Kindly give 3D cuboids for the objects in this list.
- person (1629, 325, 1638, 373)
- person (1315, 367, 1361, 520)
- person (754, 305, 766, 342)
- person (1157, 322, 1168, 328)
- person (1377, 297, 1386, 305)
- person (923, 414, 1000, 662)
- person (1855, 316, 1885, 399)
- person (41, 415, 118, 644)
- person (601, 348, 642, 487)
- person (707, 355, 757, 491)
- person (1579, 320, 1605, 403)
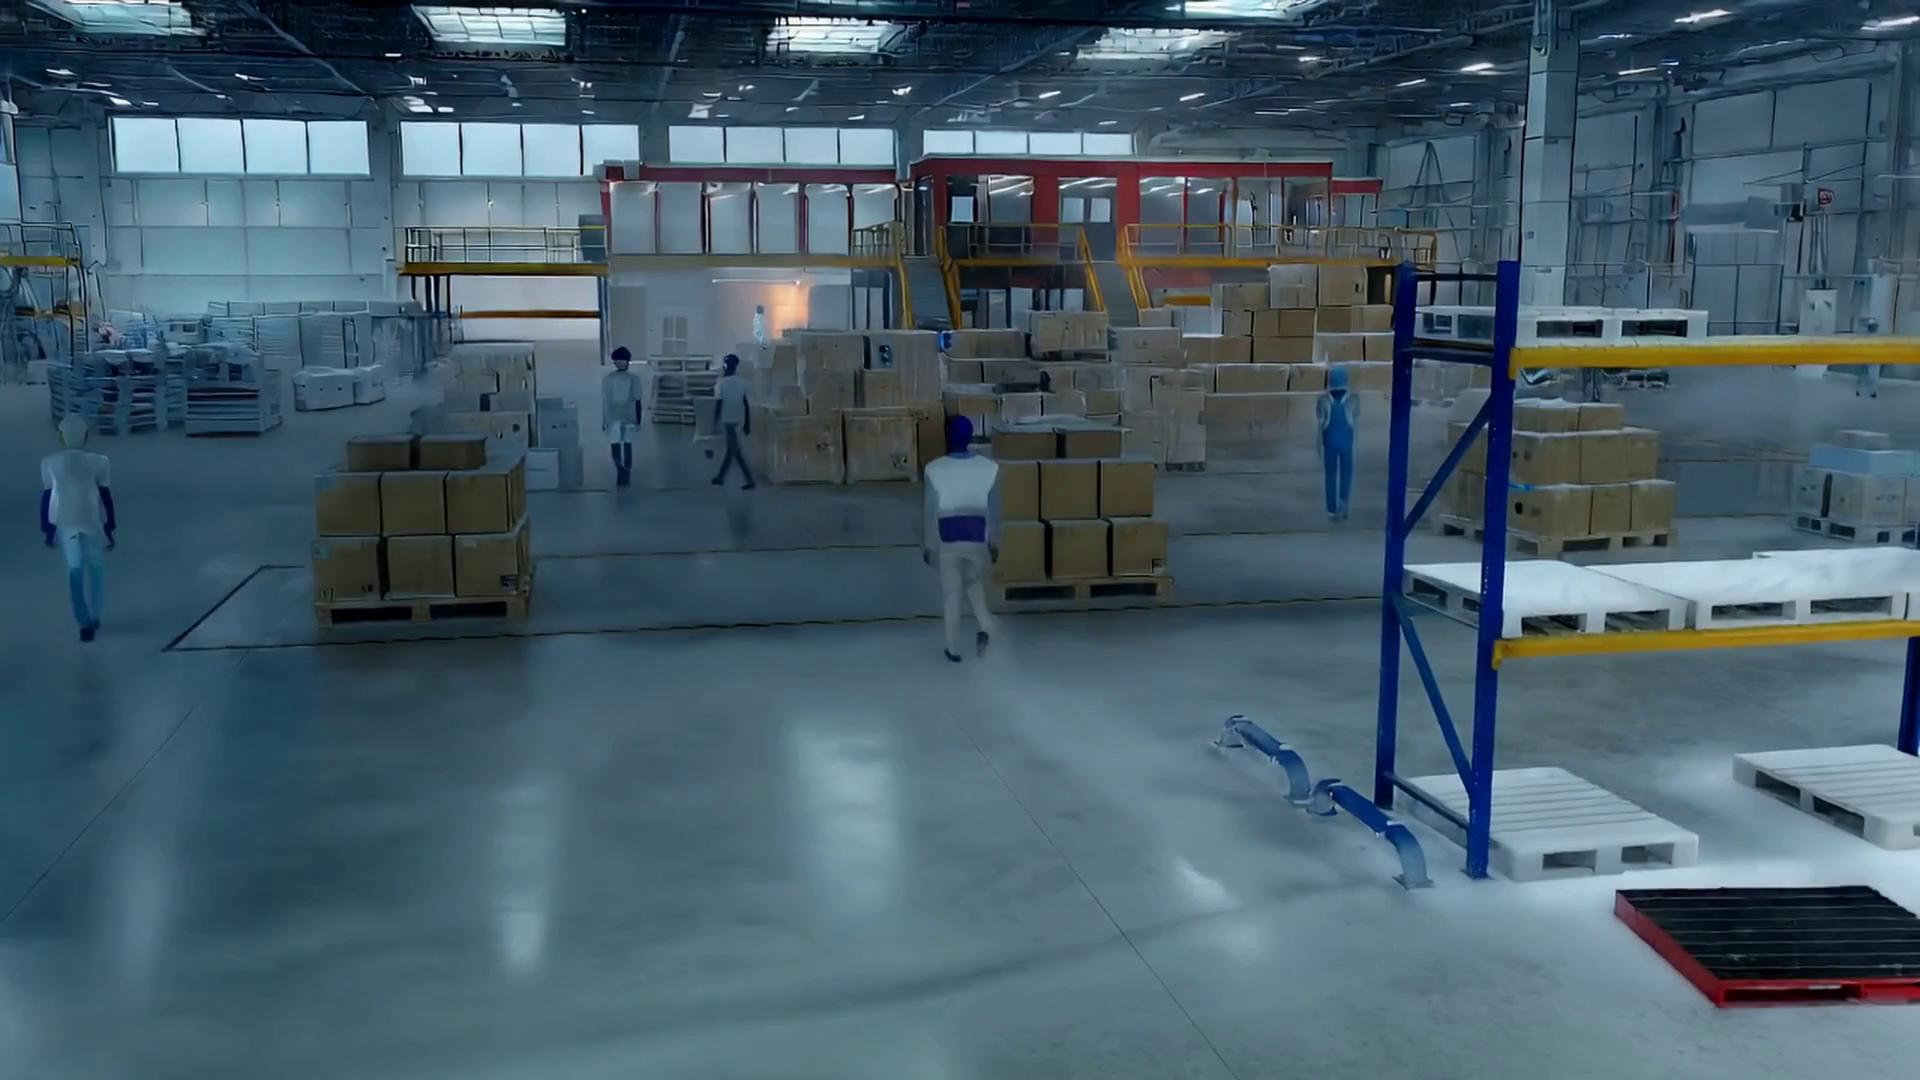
[{"bbox_3d":[18.693,-5.531,46.555,0.638,1.822,0.652,-8,12,-41],"label":"person"},{"bbox_3d":[4.472,-1.129,19.690,0.547,1.831,0.464,2,10,14],"label":"person"},{"bbox_3d":[-6.121,-6.170,50.314,0.647,1.868,0.585,-2,10,-14],"label":"person"},{"bbox_3d":[3.961,-3.342,32.901,0.641,1.922,0.464,-3,10,-15],"label":"person"},{"bbox_3d":[14.577,-7.447,57.744,0.401,1.984,0.611,2,10,14],"label":"person"},{"bbox_3d":[0.012,0.005,12.590,0.592,1.904,0.462,-3,10,-17],"label":"person"},{"bbox_3d":[21.005,-4.231,38.446,0.601,1.892,0.944,2,9,10],"label":"person"},{"bbox_3d":[-7.130,-0.097,13.449,0.538,1.827,0.967,-5,11,-29],"label":"person"},{"bbox_3d":[-4.594,-1.656,22.641,0.544,1.918,0.773,-3,10,-16],"label":"person"},{"bbox_3d":[-3.079,-1.577,22.466,0.975,1.828,0.513,6,11,33],"label":"person"},{"bbox_3d":[12.873,-3.509,33.837,0.612,1.950,0.377,-4,10,-22],"label":"person"}]
